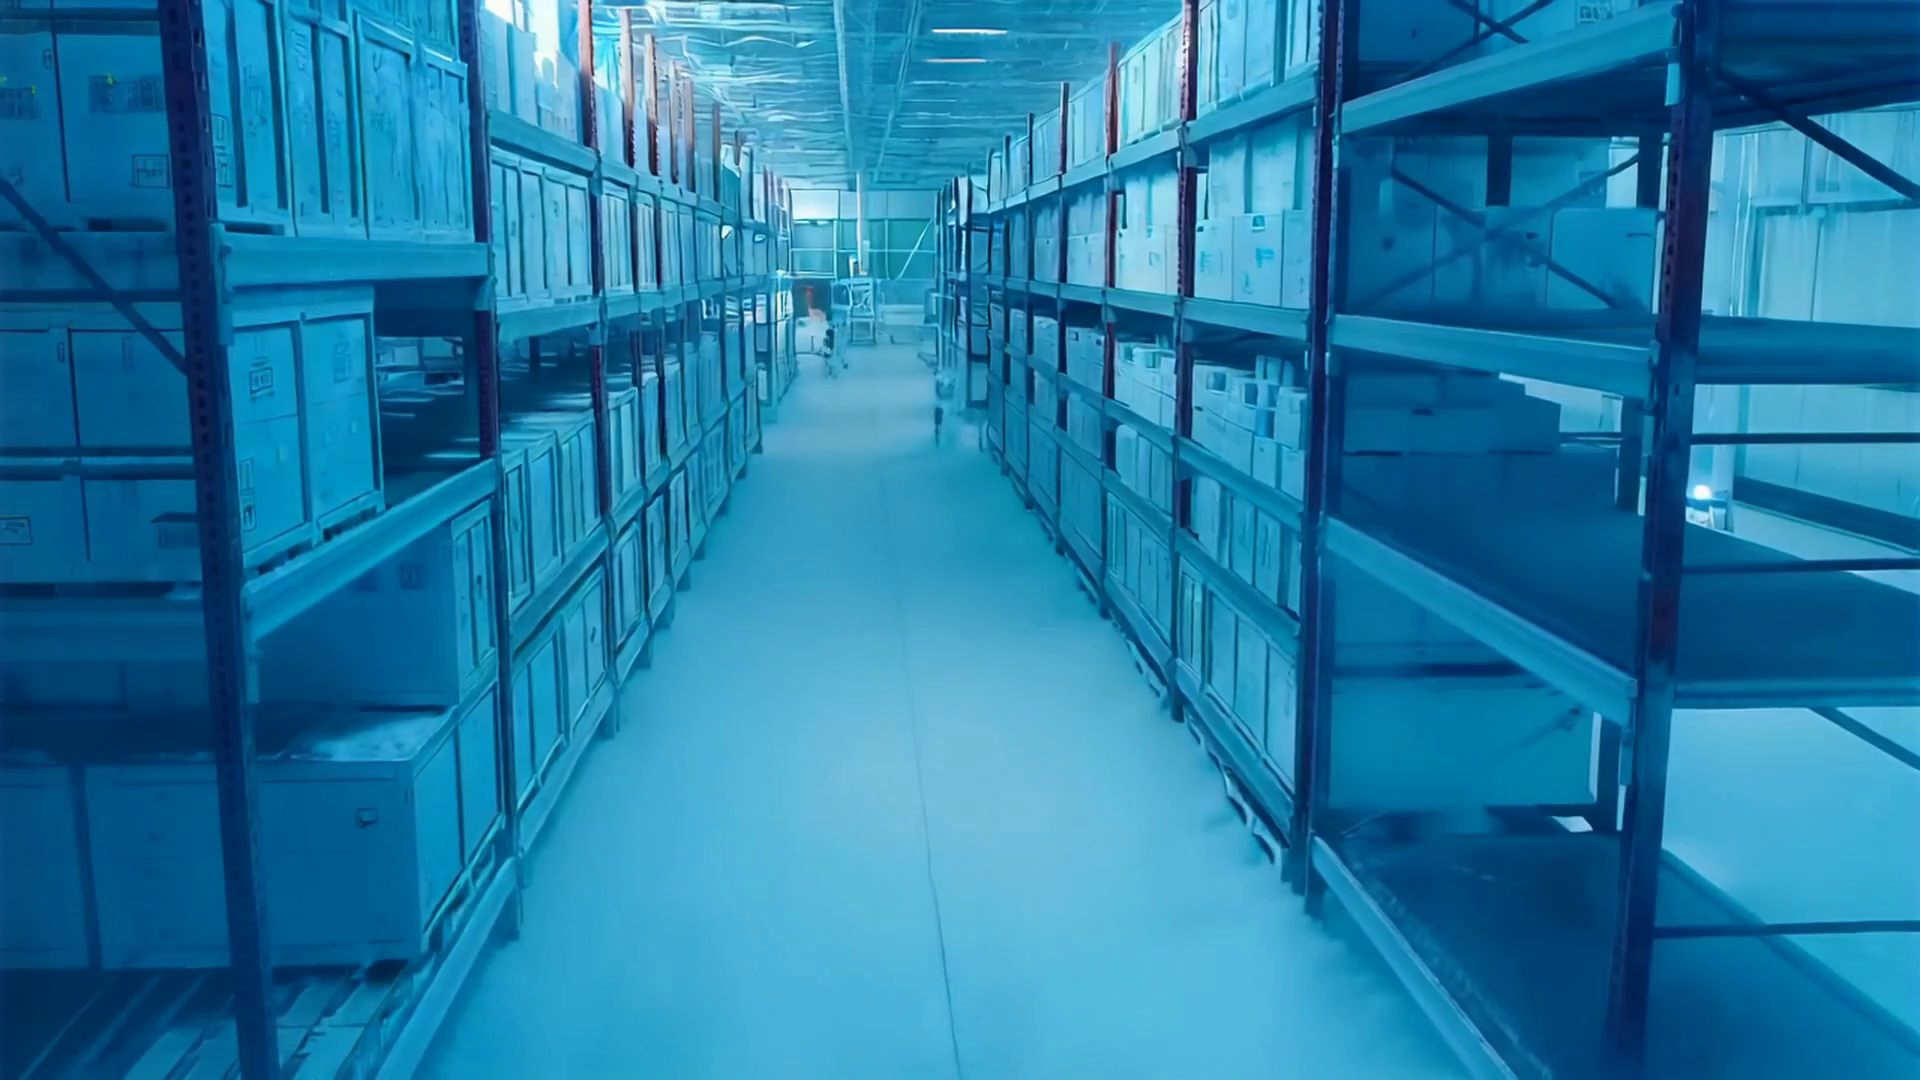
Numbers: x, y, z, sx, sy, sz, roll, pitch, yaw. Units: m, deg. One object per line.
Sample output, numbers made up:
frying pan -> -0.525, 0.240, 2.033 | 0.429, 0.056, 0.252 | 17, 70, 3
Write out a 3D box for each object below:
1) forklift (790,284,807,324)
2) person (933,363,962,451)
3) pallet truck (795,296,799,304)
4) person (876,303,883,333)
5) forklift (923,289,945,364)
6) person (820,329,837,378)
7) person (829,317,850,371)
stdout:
forklift -> -7.411, -10.137, 75.020 | 1.129, 2.768, 1.873 | 2, 10, 11
person -> -0.230, -2.739, 34.089 | 0.627, 1.804, 0.866 | 4, 10, 20
pallet truck -> -8.622, -12.439, 91.403 | 1.885, 1.965, 0.823 | 2, 10, 13
person -> -4.530, -11.991, 89.063 | 0.797, 1.896, 0.417 | 0, 10, 2
forklift -> -0.807, -8.115, 62.942 | 1.129, 2.768, 1.873 | -1, 10, -3
person -> -4.311, -6.128, 54.814 | 0.576, 1.624, 0.483 | -4, 10, -21
person -> -4.266, -6.897, 58.598 | 0.841, 1.898, 0.636 | -5, 11, -30
